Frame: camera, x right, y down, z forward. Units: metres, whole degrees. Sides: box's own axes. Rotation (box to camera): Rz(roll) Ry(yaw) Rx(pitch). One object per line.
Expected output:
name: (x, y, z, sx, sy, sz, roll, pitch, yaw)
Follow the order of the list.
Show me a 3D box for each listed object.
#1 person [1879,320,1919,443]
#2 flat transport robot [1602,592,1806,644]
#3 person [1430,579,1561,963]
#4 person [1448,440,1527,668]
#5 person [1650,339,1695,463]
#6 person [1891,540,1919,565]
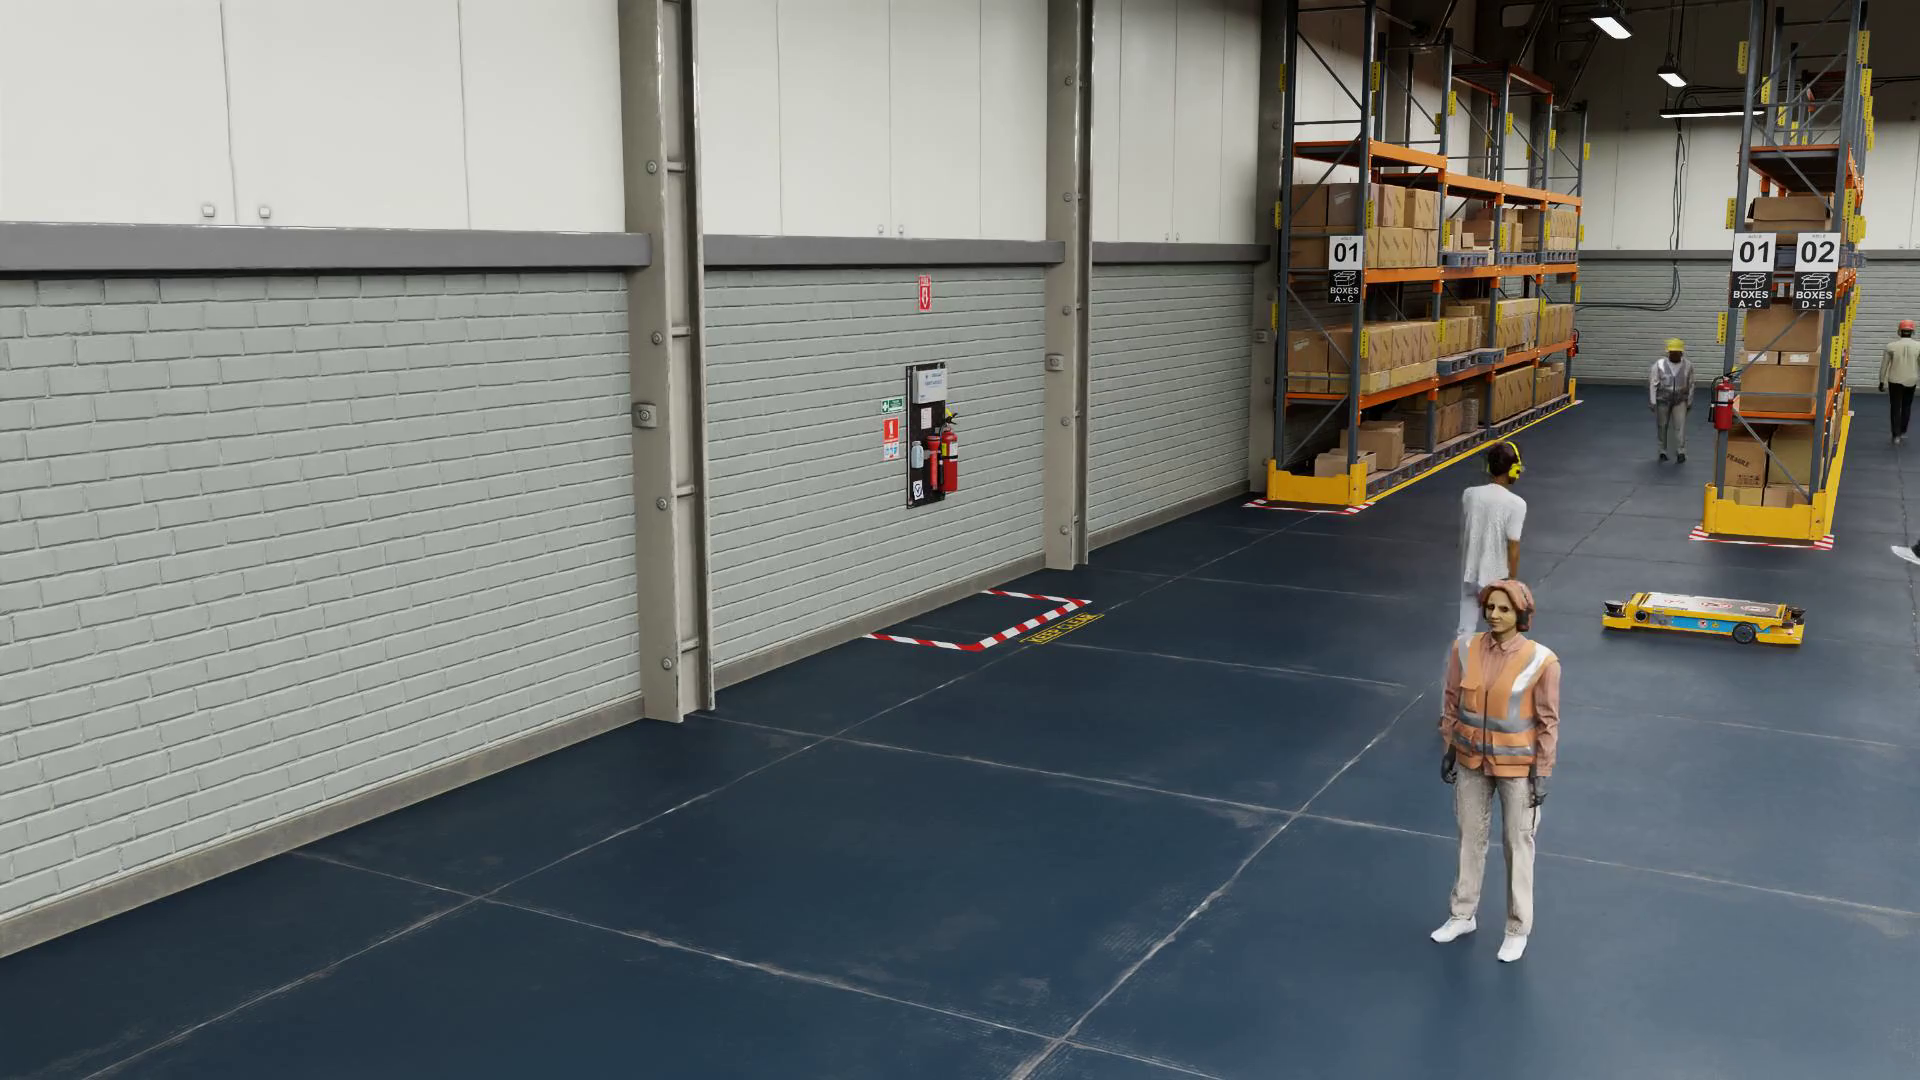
person: (15.257, -2.577, 26.964, 0.652, 1.951, 0.962, 4, 11, 23)
flat transport robot: (5.934, 0.605, 13.273, 1.431, 0.197, 0.652, 5, 11, 28)
person: (2.298, 0.974, 7.127, 0.310, 1.645, 0.522, -10, 14, -44)
person: (3.414, 0.282, 10.613, 0.870, 1.834, 0.535, -8, 12, -38)
person: (10.331, -2.010, 24.127, 0.608, 1.788, 0.890, 3, 10, 16)
person: (9.588, -0.643, 15.904, 1.021, 1.860, 0.609, 8, 13, 40)
